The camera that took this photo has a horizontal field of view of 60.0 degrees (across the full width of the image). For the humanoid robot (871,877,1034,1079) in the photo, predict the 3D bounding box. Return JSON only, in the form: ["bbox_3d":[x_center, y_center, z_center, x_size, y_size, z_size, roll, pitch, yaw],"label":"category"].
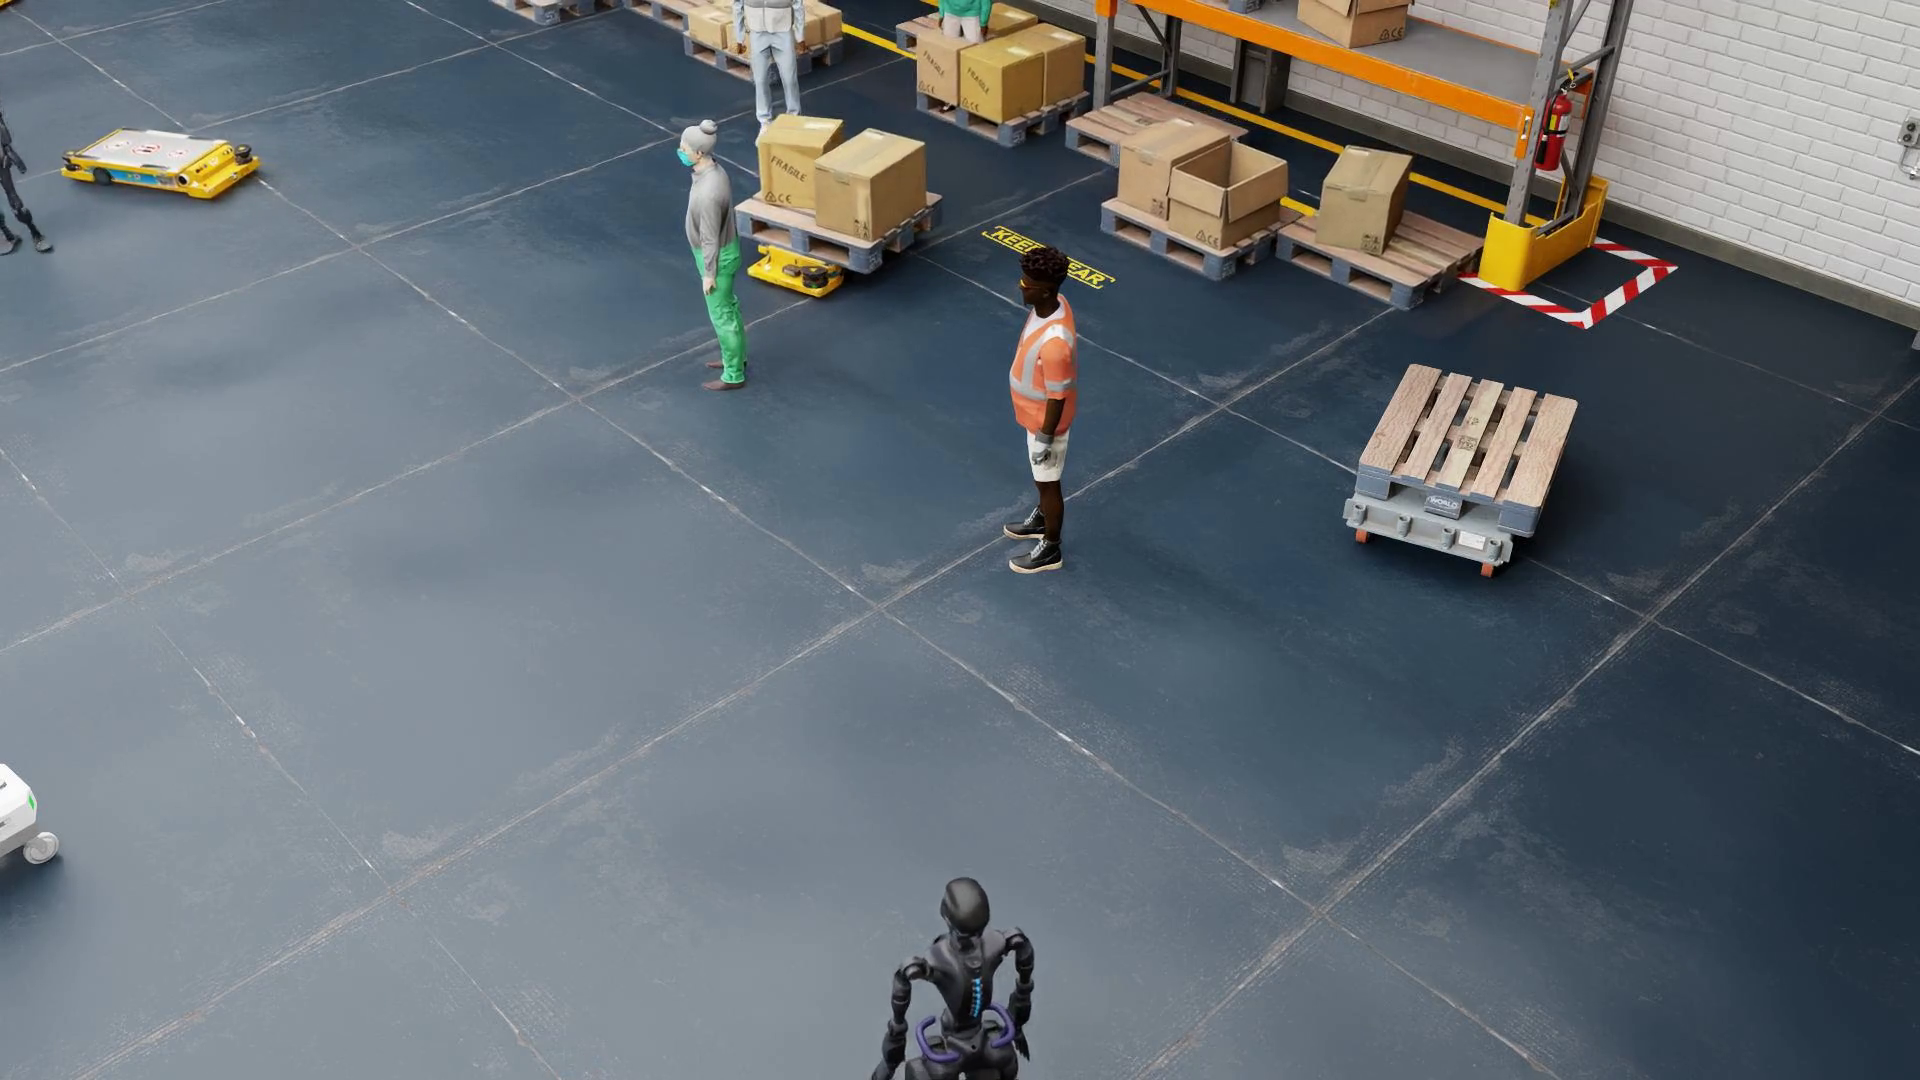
[{"bbox_3d":[0.011,1.878,5.895,0.601,1.637,0.636,-13,39,-17],"label":"humanoid robot"}]

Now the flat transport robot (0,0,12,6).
[{"bbox_3d":[-10.320,-5.658,17.024,1.431,0.231,0.659,12,39,15],"label":"flat transport robot"}]

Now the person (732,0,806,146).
[{"bbox_3d":[-1.567,-4.192,13.727,0.597,1.909,0.399,2,37,2],"label":"person"}]

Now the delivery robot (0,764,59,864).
[{"bbox_3d":[-4.561,1.387,7.476,0.499,0.614,0.791,26,44,30],"label":"delivery robot"}]

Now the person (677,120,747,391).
[{"bbox_3d":[-1.571,-1.822,10.652,0.340,1.838,0.509,-4,37,-5],"label":"person"}]

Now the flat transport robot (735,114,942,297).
[{"bbox_3d":[-0.895,-2.261,12.526,0.659,0.231,1.431,21,42,25],"label":"flat transport robot"}]

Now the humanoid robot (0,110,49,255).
[{"bbox_3d":[-7.175,-2.858,12.155,0.594,1.638,0.371,-8,38,-11],"label":"humanoid robot"}]

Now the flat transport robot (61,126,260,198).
[{"bbox_3d":[-6.563,-3.098,13.634,1.431,0.231,0.659,10,38,13],"label":"flat transport robot"}]

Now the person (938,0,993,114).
[{"bbox_3d":[0.051,-4.496,14.181,0.501,1.842,0.407,19,41,23],"label":"person"}]

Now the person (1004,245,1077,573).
[{"bbox_3d":[0.446,-0.701,9.056,0.368,1.965,0.602,-1,37,-2],"label":"person"}]
